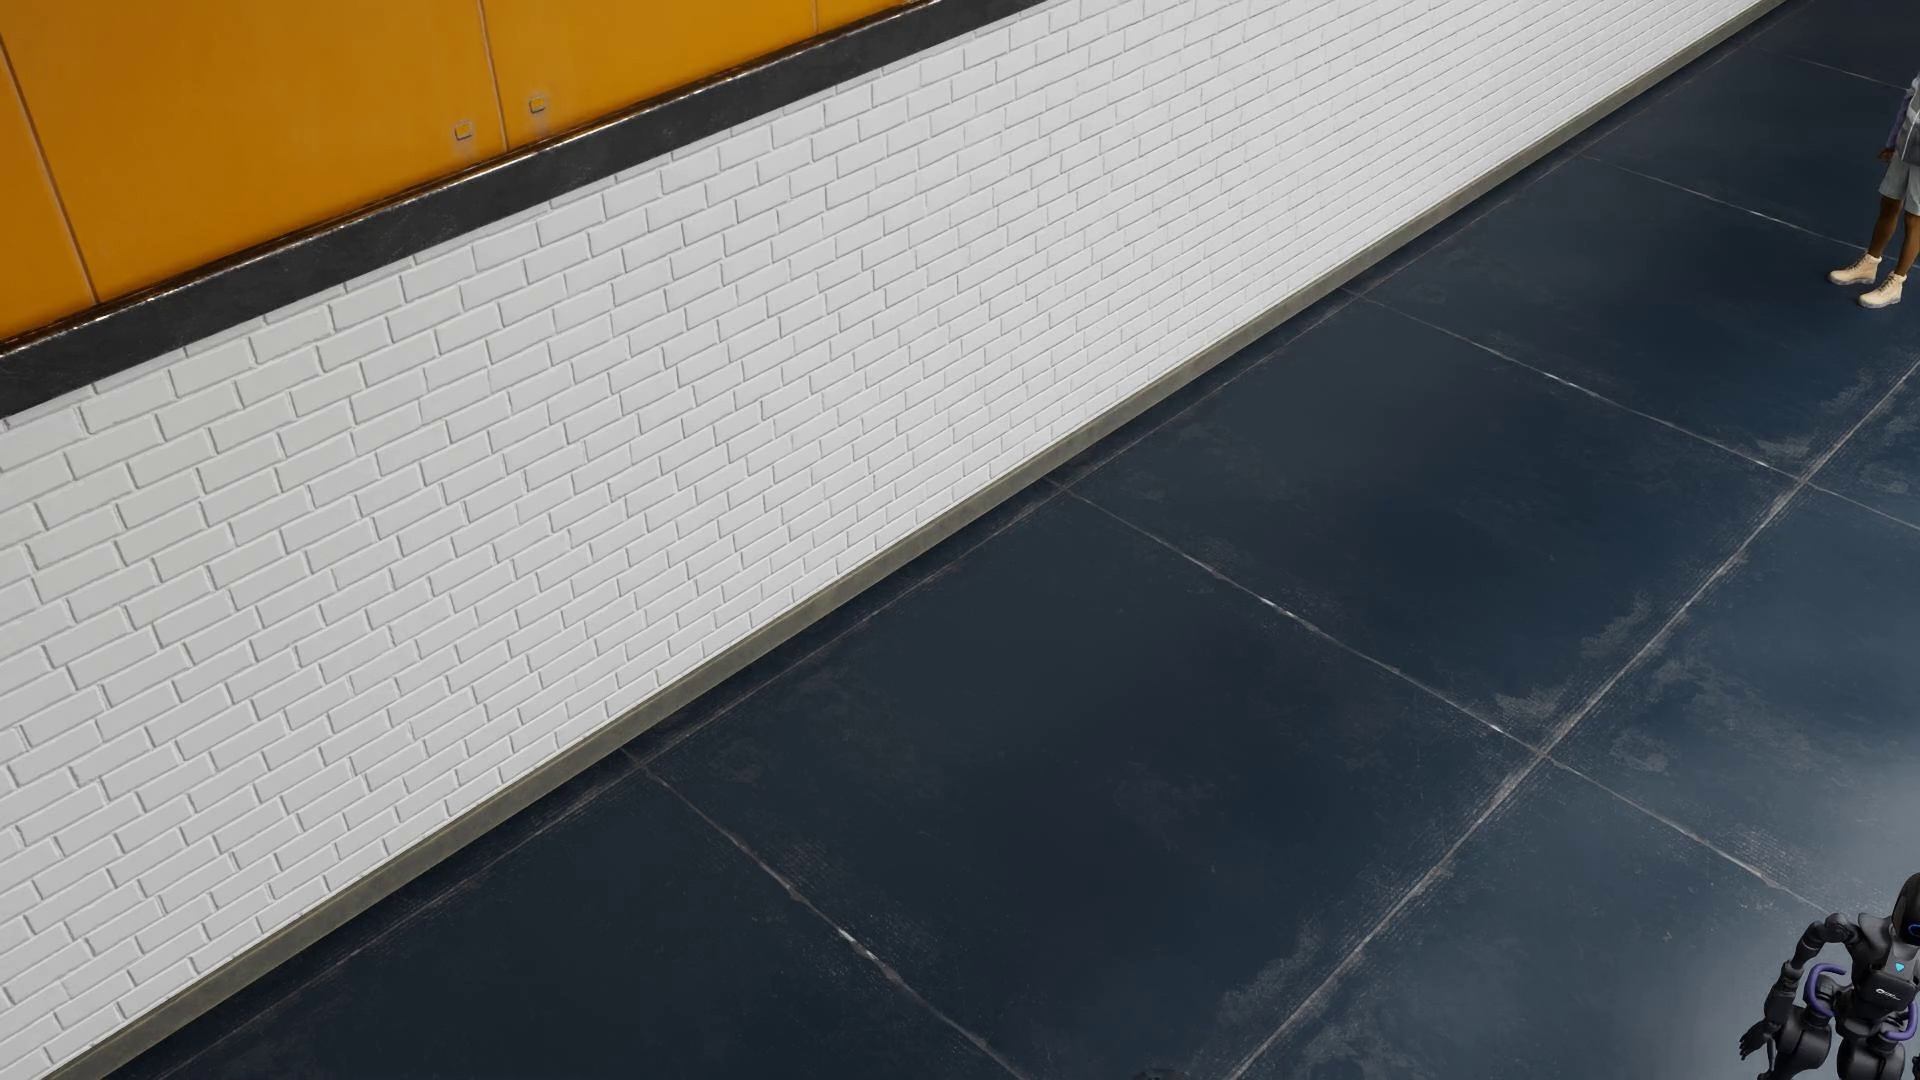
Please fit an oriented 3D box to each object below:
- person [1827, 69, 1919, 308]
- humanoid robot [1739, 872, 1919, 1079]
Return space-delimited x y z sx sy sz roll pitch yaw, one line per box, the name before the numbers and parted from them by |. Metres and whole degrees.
person | 6.100 -2.453 10.569 0.370 2.042 0.613 -8 39 -9
humanoid robot | 3.020 1.701 5.654 0.599 1.657 0.315 17 42 20
